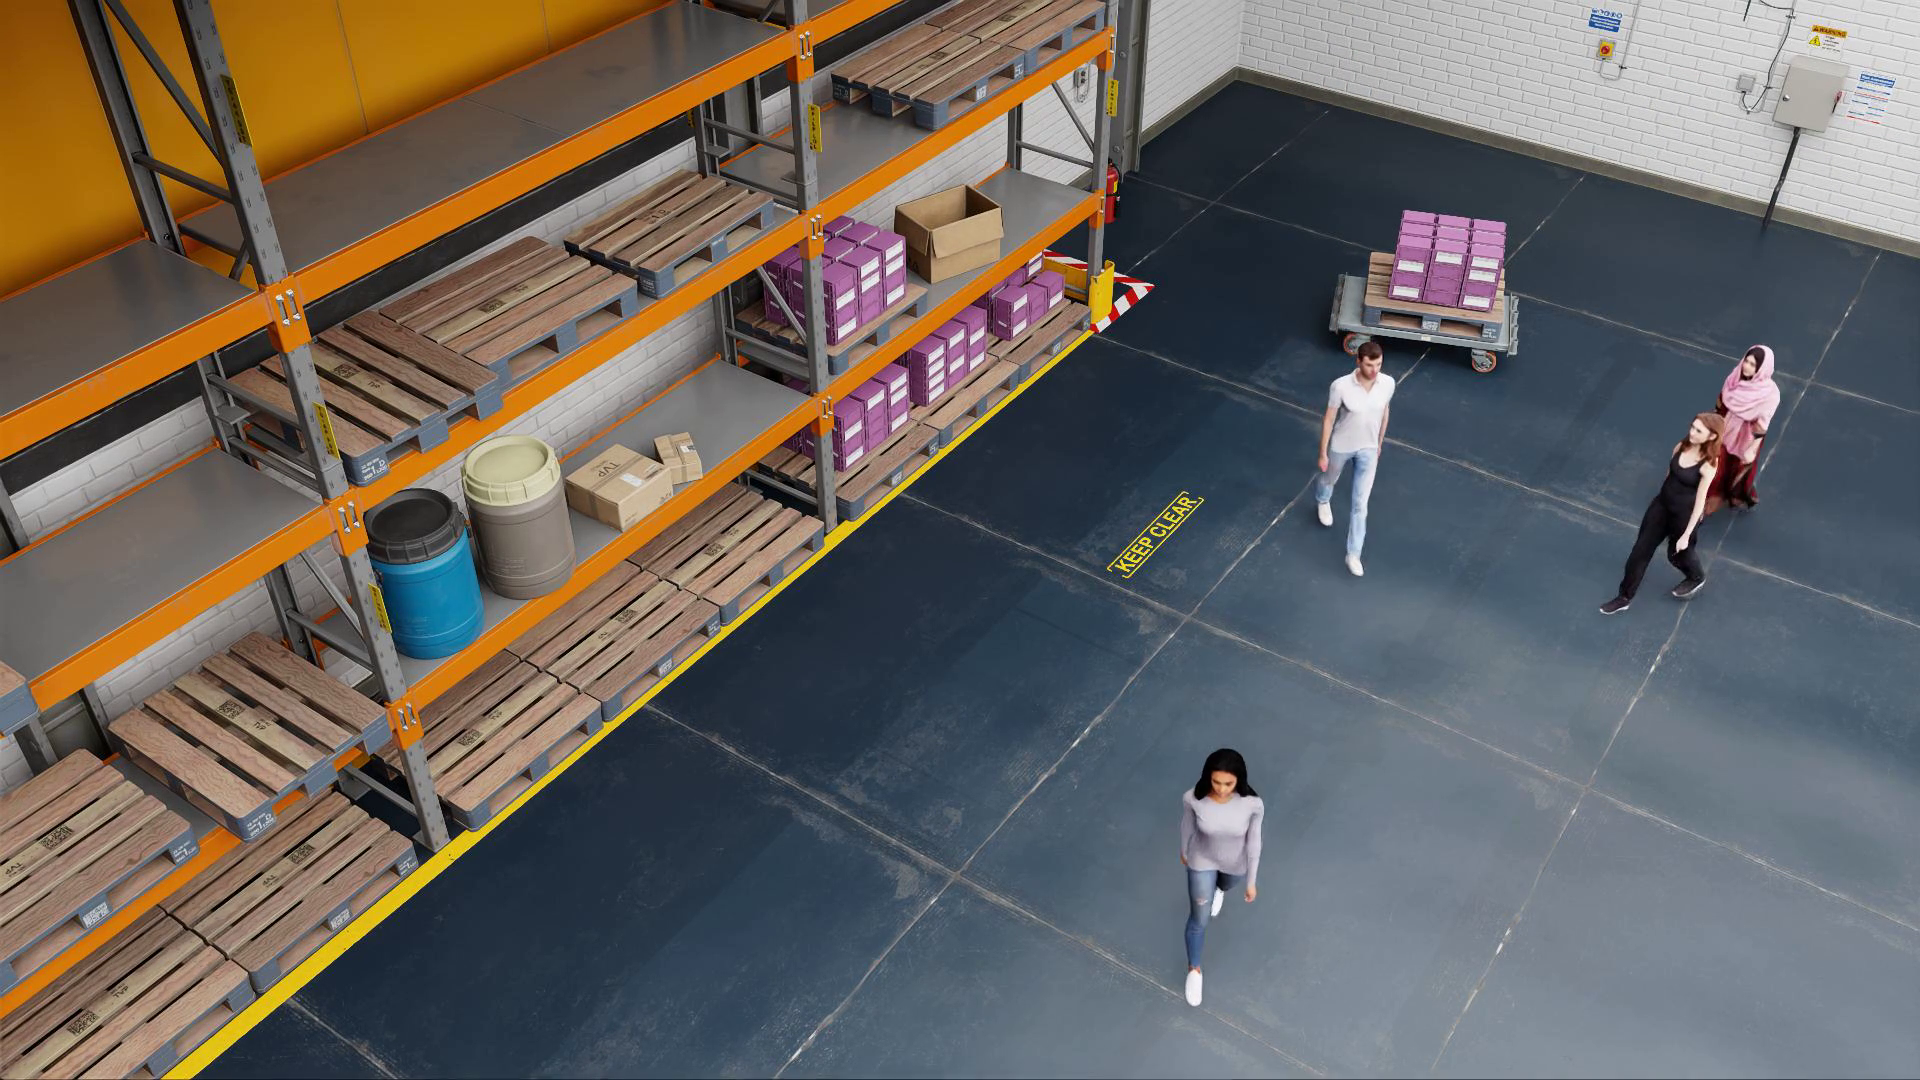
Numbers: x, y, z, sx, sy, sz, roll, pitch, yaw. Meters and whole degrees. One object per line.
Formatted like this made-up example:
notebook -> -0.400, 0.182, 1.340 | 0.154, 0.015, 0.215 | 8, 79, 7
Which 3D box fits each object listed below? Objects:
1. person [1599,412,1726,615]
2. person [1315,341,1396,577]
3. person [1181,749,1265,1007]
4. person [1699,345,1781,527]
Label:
person -> 5.242, -0.189, 11.958 | 1.207, 1.707, 0.991 | -15, 41, -18
person -> 2.932, -0.734, 12.565 | 1.152, 1.801, 1.303 | -2, 39, -2
person -> 1.484, 1.763, 9.520 | 0.994, 1.699, 1.235 | 3, 39, 4
person -> 5.995, -0.789, 12.779 | 1.022, 1.620, 0.826 | -24, 44, -27
